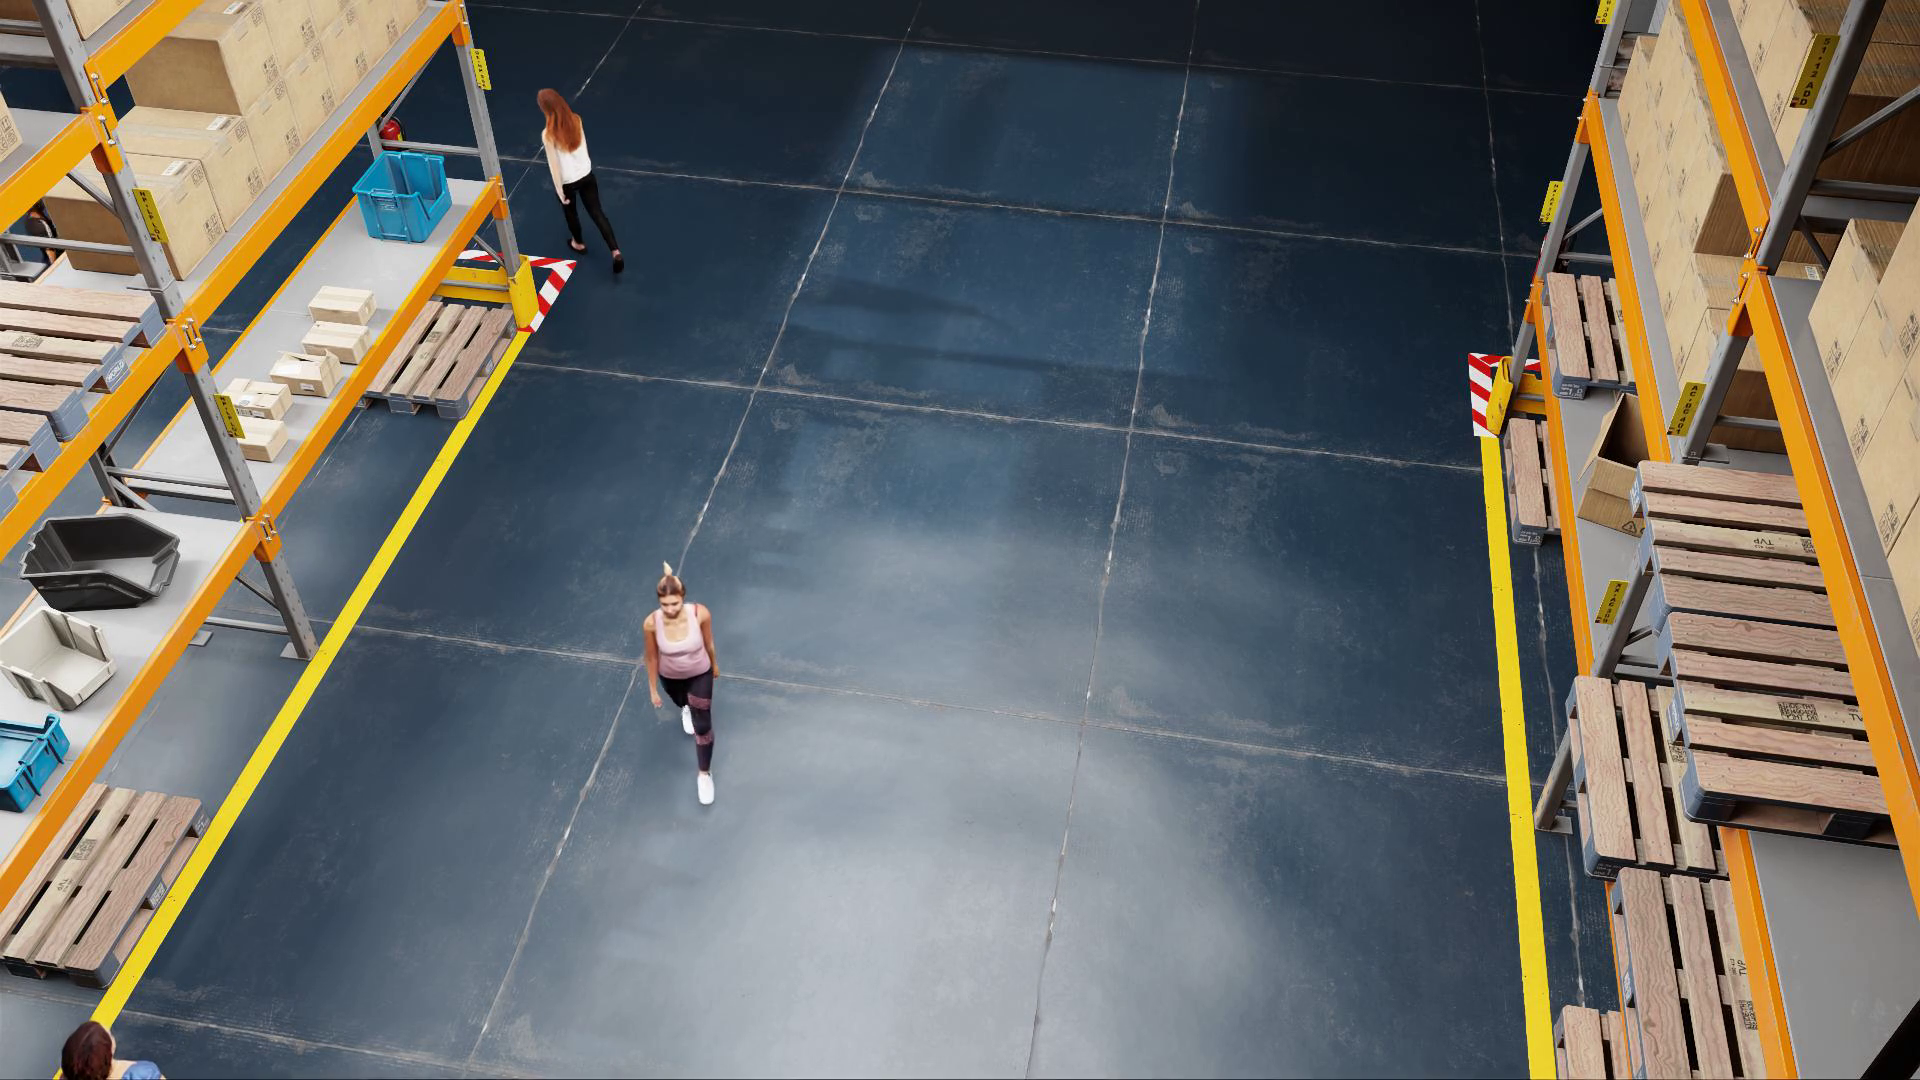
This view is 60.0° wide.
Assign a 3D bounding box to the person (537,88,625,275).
[{"bbox_3d":[-3.174,-2.983,13.938,1.081,1.684,1.099,-27,50,-26],"label":"person"}]

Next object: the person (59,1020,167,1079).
[{"bbox_3d":[-3.771,2.784,7.795,0.721,1.808,0.657,-3,44,-3],"label":"person"}]

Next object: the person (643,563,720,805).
[{"bbox_3d":[-1.674,0.745,10.078,0.798,1.610,1.147,-4,44,-5],"label":"person"}]
